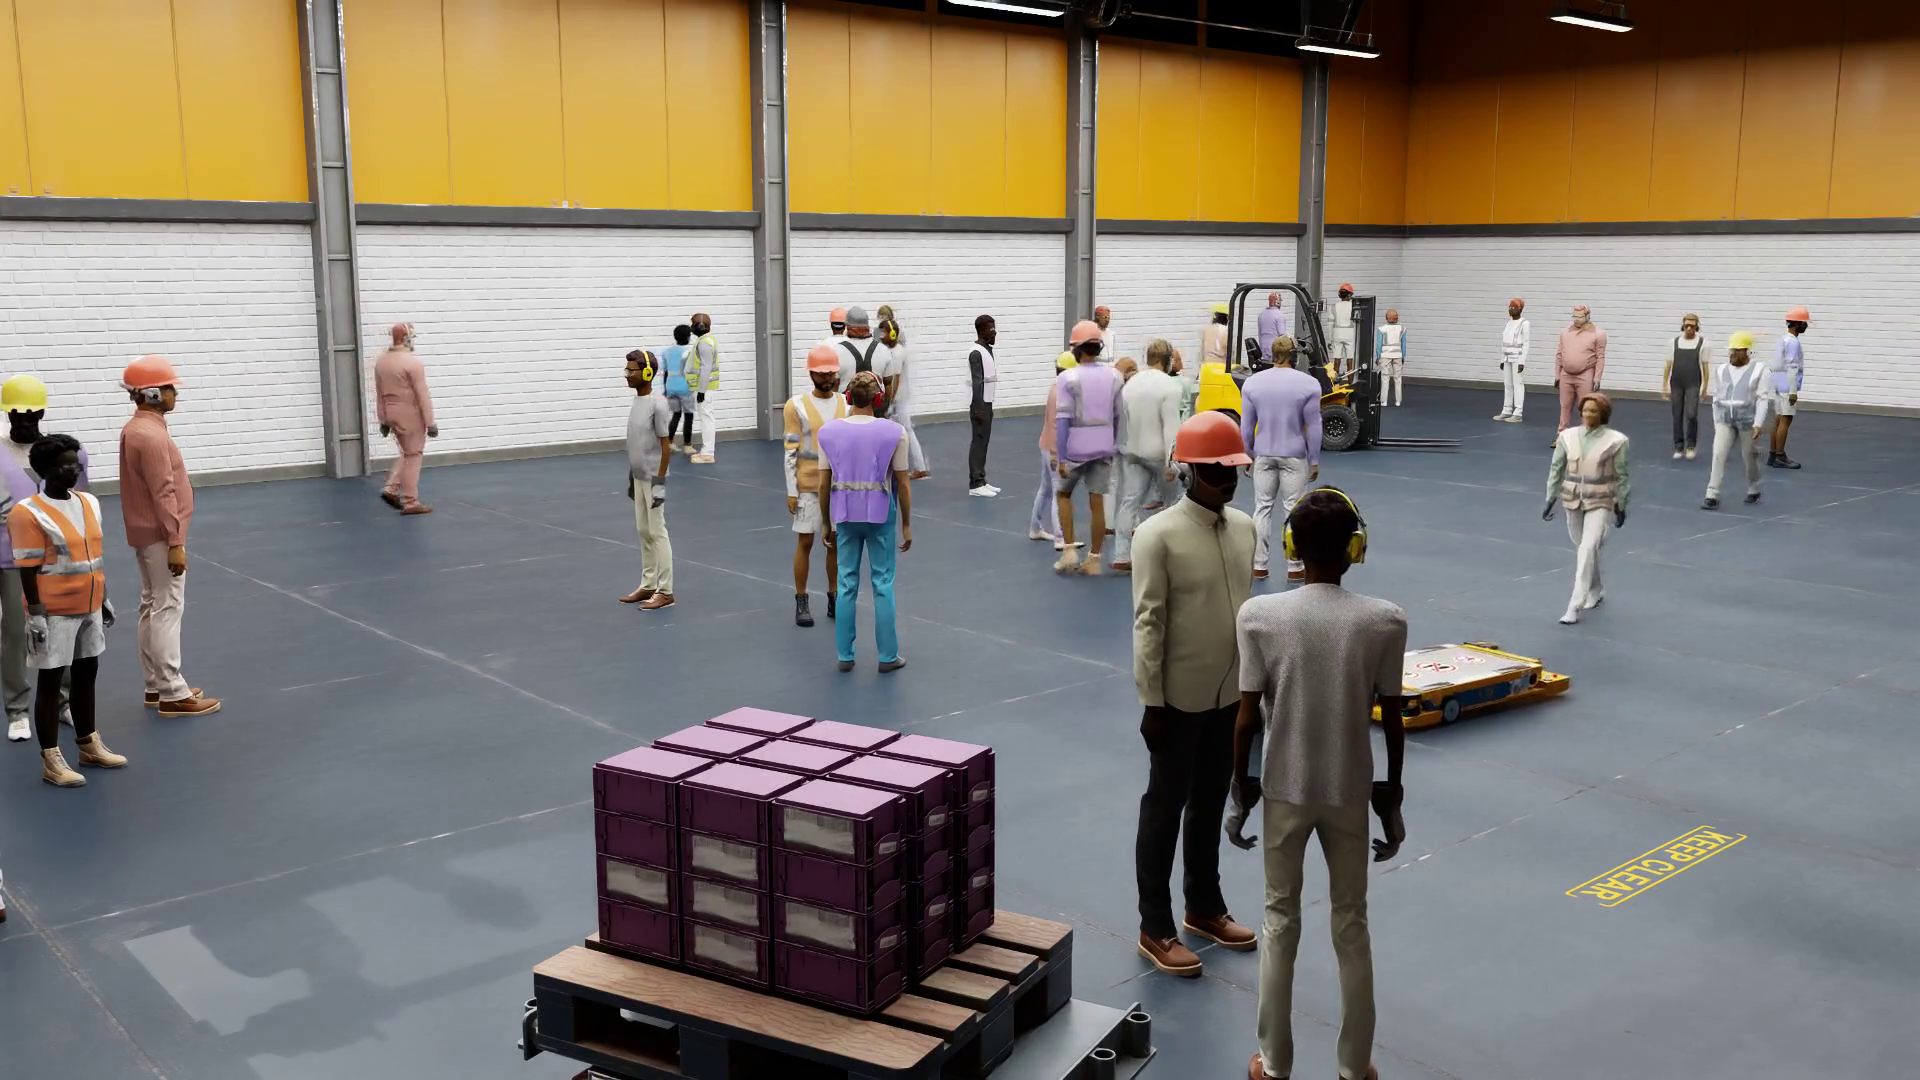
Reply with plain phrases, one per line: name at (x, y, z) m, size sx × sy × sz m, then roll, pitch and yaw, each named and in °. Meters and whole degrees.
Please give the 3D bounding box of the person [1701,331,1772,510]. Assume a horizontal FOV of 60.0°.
person at (7.848, -1.207, 16.744) m, size 0.923 × 1.793 × 0.584 m, roll -9°, pitch 13°, yaw -43°

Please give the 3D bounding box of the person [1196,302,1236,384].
person at (3.702, -2.399, 23.453) m, size 0.937 × 1.881 × 0.598 m, roll -5°, pitch 11°, yaw -26°

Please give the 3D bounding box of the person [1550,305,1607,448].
person at (8.108, -2.133, 21.842) m, size 0.639 × 1.902 × 0.407 m, roll 9°, pitch 13°, yaw 42°

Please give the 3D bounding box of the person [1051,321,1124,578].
person at (0.977, -0.714, 13.162) m, size 0.611 × 2.023 × 0.559 m, roll -4°, pitch 10°, yaw -22°

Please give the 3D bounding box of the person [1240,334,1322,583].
person at (2.488, -0.629, 12.928) m, size 0.630 × 1.935 × 0.366 m, roll 4°, pitch 11°, yaw 24°

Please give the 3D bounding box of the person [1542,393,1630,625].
person at (4.426, -0.248, 11.704) m, size 0.520 × 1.594 × 0.871 m, roll 10°, pitch 14°, yaw 44°

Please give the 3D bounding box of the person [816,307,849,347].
person at (-1.416, -1.744, 19.453) m, size 0.548 × 1.937 × 0.379 m, roll -2°, pitch 10°, yaw -11°

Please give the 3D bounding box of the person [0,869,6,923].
person at (-3.849, 0.529, 6.239) m, size 0.409 × 1.908 × 0.639 m, roll -6°, pitch 11°, yaw -32°

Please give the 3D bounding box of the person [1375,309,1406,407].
person at (7.243, -3.051, 27.972) m, size 0.515 × 1.641 × 0.314 m, roll -1°, pitch 10°, yaw -3°

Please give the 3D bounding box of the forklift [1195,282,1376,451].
forklift at (4.328, -2.346, 22.227) m, size 2.313 × 2.155 × 1.214 m, roll 3°, pitch 10°, yaw 16°

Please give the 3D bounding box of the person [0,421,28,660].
person at (-5.965, -0.086, 10.025) m, size 0.627 × 1.844 × 0.429 m, roll -5°, pitch 11°, yaw -27°

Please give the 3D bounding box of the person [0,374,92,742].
person at (-4.868, 0.085, 8.786) m, size 0.589 × 1.924 × 0.384 m, roll -9°, pitch 13°, yaw -43°

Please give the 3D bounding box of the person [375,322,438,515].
person at (-5.391, -1.182, 16.296) m, size 0.639 × 1.892 × 0.429 m, roll 8°, pitch 13°, yaw 41°

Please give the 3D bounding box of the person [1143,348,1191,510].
person at (2.060, -1.091, 16.509) m, size 0.285 × 1.636 × 0.500 m, roll -9°, pitch 13°, yaw -43°

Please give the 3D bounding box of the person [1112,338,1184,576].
person at (1.593, -0.667, 13.318) m, size 1.053 × 1.874 × 0.637 m, roll -8°, pitch 12°, yaw -39°

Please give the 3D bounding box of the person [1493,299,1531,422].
person at (8.475, -2.746, 25.476) m, size 0.355 × 1.885 × 0.574 m, roll -3°, pitch 10°, yaw -17°

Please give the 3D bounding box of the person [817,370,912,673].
person at (-0.576, -0.100, 10.093) m, size 0.570 × 1.845 × 0.380 m, roll 2°, pitch 10°, yaw 9°

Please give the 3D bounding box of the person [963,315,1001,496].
person at (0.231, -1.429, 17.659) m, size 0.381 × 1.918 × 0.596 m, roll 2°, pitch 10°, yaw 10°

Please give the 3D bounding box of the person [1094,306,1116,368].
person at (1.844, -2.143, 21.950) m, size 0.584 × 1.879 × 0.337 m, roll -8°, pitch 13°, yaw -40°

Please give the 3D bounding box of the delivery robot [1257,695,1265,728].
delivery robot at (1.388, 0.763, 8.543) m, size 0.707 × 0.478 × 0.477 m, roll -3°, pitch 10°, yaw -14°

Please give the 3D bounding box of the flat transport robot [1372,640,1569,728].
flat transport robot at (2.744, 0.799, 9.435) m, size 1.431 × 0.197 × 0.652 m, roll -7°, pitch 12°, yaw -35°

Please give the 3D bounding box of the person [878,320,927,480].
person at (-0.811, -1.558, 18.714) m, size 0.978 × 1.814 × 0.532 m, roll -2°, pitch 10°, yaw -13°

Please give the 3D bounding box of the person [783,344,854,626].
person at (-0.931, -0.376, 11.444) m, size 0.547 × 1.938 × 0.379 m, roll -4°, pitch 11°, yaw -24°

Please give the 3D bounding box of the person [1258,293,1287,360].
person at (5.402, -3.291, 28.602) m, size 0.407 × 1.908 × 0.642 m, roll -6°, pitch 11°, yaw -30°

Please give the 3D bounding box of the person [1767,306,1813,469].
person at (9.953, -1.824, 19.923) m, size 0.370 × 1.933 × 0.553 m, roll 2°, pitch 10°, yaw 13°

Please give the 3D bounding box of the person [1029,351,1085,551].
person at (0.848, -0.783, 14.479) m, size 0.477 × 1.729 × 0.699 m, roll 1°, pitch 10°, yaw 4°

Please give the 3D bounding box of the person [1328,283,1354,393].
person at (7.029, -3.665, 30.420) m, size 0.605 × 2.033 × 0.392 m, roll 4°, pitch 10°, yaw 21°

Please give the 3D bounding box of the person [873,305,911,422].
person at (-0.956, -2.182, 22.184) m, size 0.646 × 1.874 × 0.989 m, roll 9°, pitch 14°, yaw 44°

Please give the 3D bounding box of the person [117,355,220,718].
person at (-4.406, -0.020, 9.185) m, size 0.375 × 1.997 × 0.612 m, roll -7°, pitch 12°, yaw -37°

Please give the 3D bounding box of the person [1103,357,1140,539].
person at (1.471, -0.827, 14.973) m, size 0.501 × 1.631 × 0.287 m, roll 6°, pitch 11°, yaw 32°

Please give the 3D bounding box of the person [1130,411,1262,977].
person at (0.858, 0.533, 5.953) m, size 0.608 × 1.995 × 0.377 m, roll -9°, pitch 13°, yaw -41°

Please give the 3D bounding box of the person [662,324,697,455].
person at (-3.507, -1.907, 21.161) m, size 0.565 × 1.678 × 0.420 m, roll 6°, pitch 12°, yaw 33°

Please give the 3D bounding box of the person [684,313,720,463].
person at (-3.167, -1.865, 20.443) m, size 0.429 × 1.845 × 0.627 m, roll -1°, pitch 10°, yaw -7°

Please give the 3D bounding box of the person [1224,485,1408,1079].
person at (1.056, 0.770, 4.945) m, size 0.528 × 1.865 × 0.313 m, roll 1°, pitch 10°, yaw 8°

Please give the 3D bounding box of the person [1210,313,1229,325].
person at (3.796, -2.507, 24.411) m, size 0.309 × 1.772 × 0.525 m, roll -2°, pitch 10°, yaw -13°

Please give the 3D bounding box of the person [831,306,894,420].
person at (-1.030, -1.317, 16.651) m, size 0.682 × 2.000 × 0.537 m, roll -3°, pitch 10°, yaw -19°

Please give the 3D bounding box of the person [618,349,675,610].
person at (-2.260, -0.431, 11.971) m, size 0.328 × 1.869 × 0.521 m, roll -7°, pitch 12°, yaw -35°

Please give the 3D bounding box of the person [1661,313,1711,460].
person at (8.992, -1.892, 20.662) m, size 0.508 × 1.828 × 0.560 m, roll 7°, pitch 12°, yaw 35°

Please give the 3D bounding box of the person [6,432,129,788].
person at (-4.309, 0.327, 8.029) m, size 0.318 × 1.699 × 0.534 m, roll 2°, pitch 10°, yaw 12°
